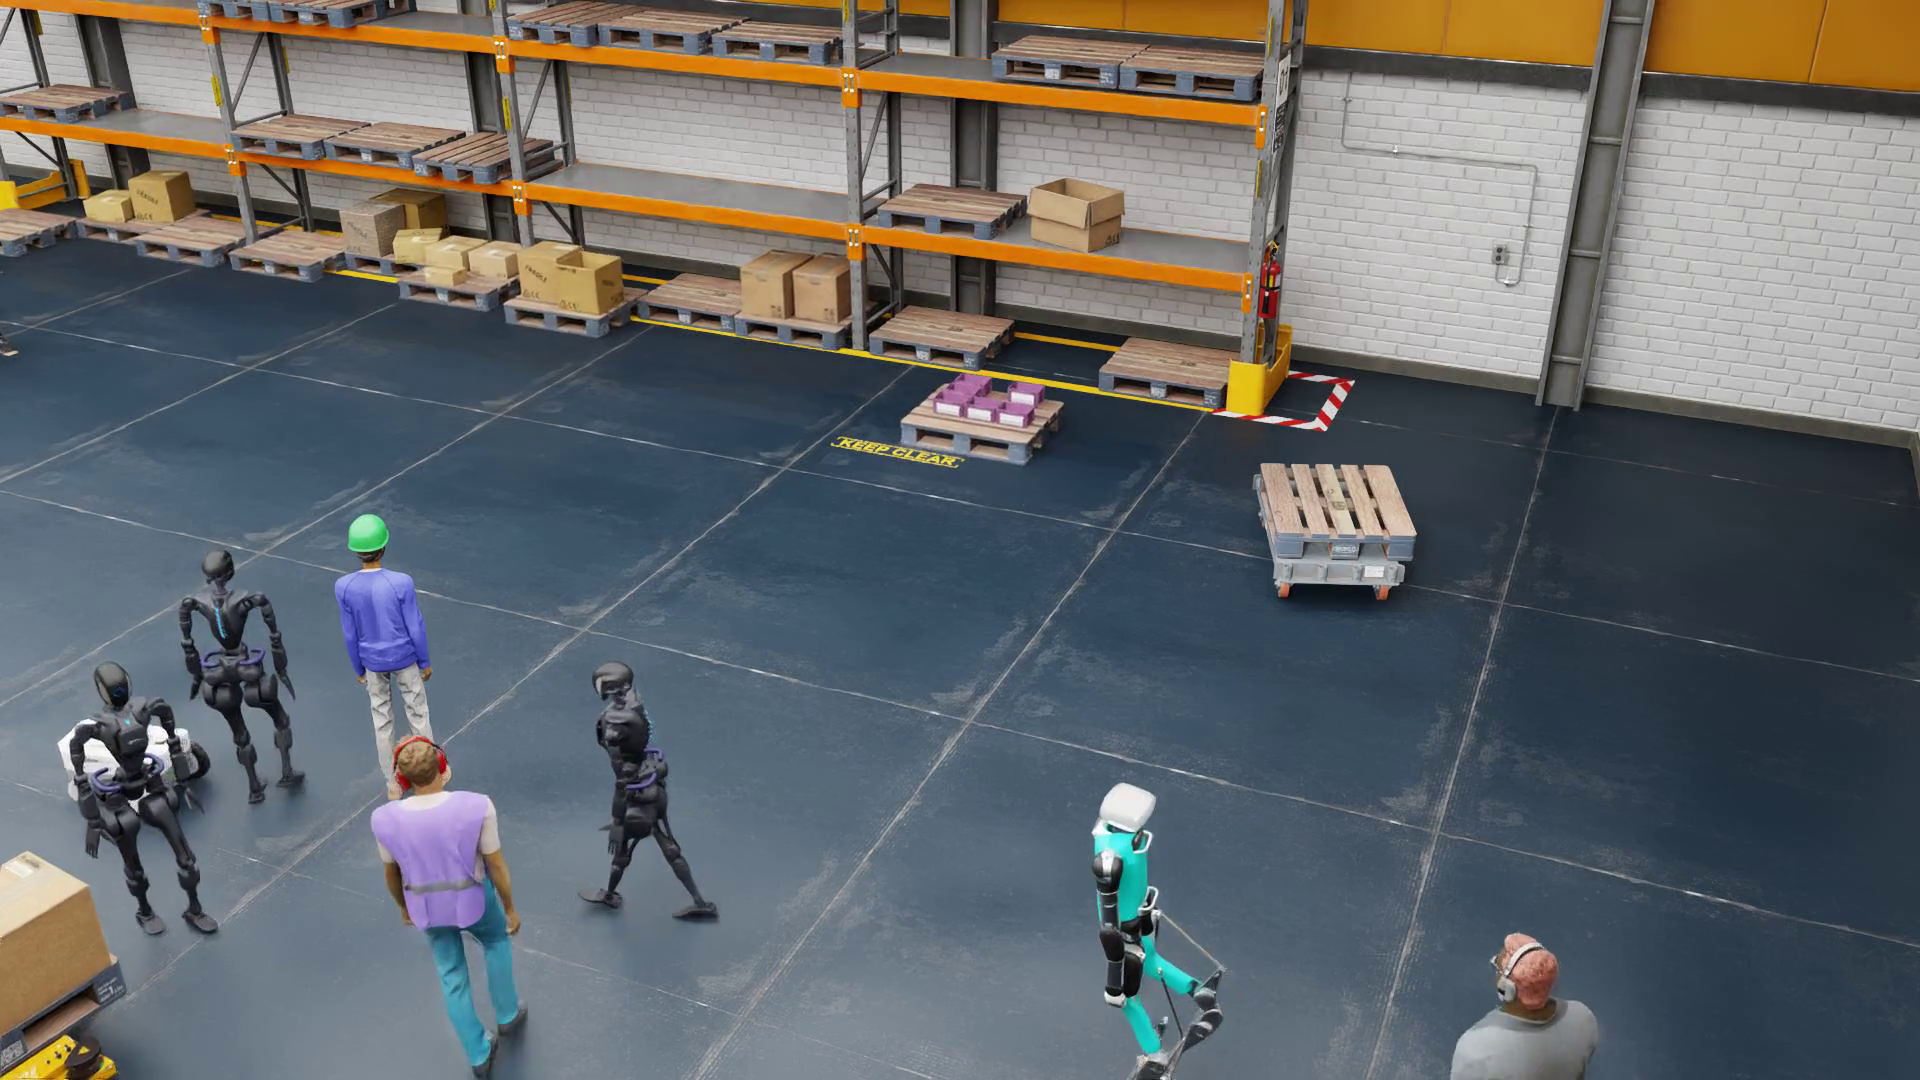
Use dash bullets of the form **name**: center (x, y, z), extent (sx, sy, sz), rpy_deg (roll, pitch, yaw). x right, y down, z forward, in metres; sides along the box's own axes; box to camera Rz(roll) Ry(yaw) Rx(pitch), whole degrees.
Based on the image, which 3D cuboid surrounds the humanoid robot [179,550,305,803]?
- **humanoid robot**: center (-4.284, 0.805, 9.836), extent (0.601, 1.652, 0.316), rpy_deg (-4, 28, -8)

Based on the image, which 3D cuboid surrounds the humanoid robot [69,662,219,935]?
- **humanoid robot**: center (-4.308, 1.381, 8.724), extent (0.468, 1.641, 0.603), rpy_deg (21, 34, 35)

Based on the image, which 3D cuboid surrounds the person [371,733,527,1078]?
- **person**: center (-2.400, 1.704, 7.934), extent (0.600, 1.814, 0.649), rpy_deg (-3, 27, -6)

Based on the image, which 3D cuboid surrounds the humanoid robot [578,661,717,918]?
- **humanoid robot**: center (-1.721, 1.342, 8.856), extent (0.786, 1.621, 0.601), rpy_deg (1, 27, 3)

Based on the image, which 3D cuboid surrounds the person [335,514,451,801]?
- **person**: center (-3.361, 0.704, 9.820), extent (0.459, 1.873, 0.341), rpy_deg (-4, 28, -7)

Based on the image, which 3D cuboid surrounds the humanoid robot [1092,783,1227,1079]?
- **humanoid robot**: center (0.949, 1.958, 7.596), extent (0.748, 1.832, 0.535), rpy_deg (9, 29, 17)

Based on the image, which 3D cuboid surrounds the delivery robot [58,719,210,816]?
- **delivery robot**: center (-5.005, 1.332, 10.057), extent (0.812, 0.614, 0.499), rpy_deg (5, 28, 9)

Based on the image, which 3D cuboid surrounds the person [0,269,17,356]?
- **person**: center (-9.765, -2.708, 16.333), extent (0.361, 1.963, 0.611), rpy_deg (15, 31, 27)

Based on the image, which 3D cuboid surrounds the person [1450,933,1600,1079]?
- **person**: center (2.156, 2.378, 6.564), extent (0.646, 1.879, 0.669), rpy_deg (-10, 29, -18)

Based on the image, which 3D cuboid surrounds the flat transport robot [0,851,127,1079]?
- **flat transport robot**: center (-4.871, 2.476, 8.131), extent (1.431, 0.231, 0.659), rpy_deg (16, 31, 28)
